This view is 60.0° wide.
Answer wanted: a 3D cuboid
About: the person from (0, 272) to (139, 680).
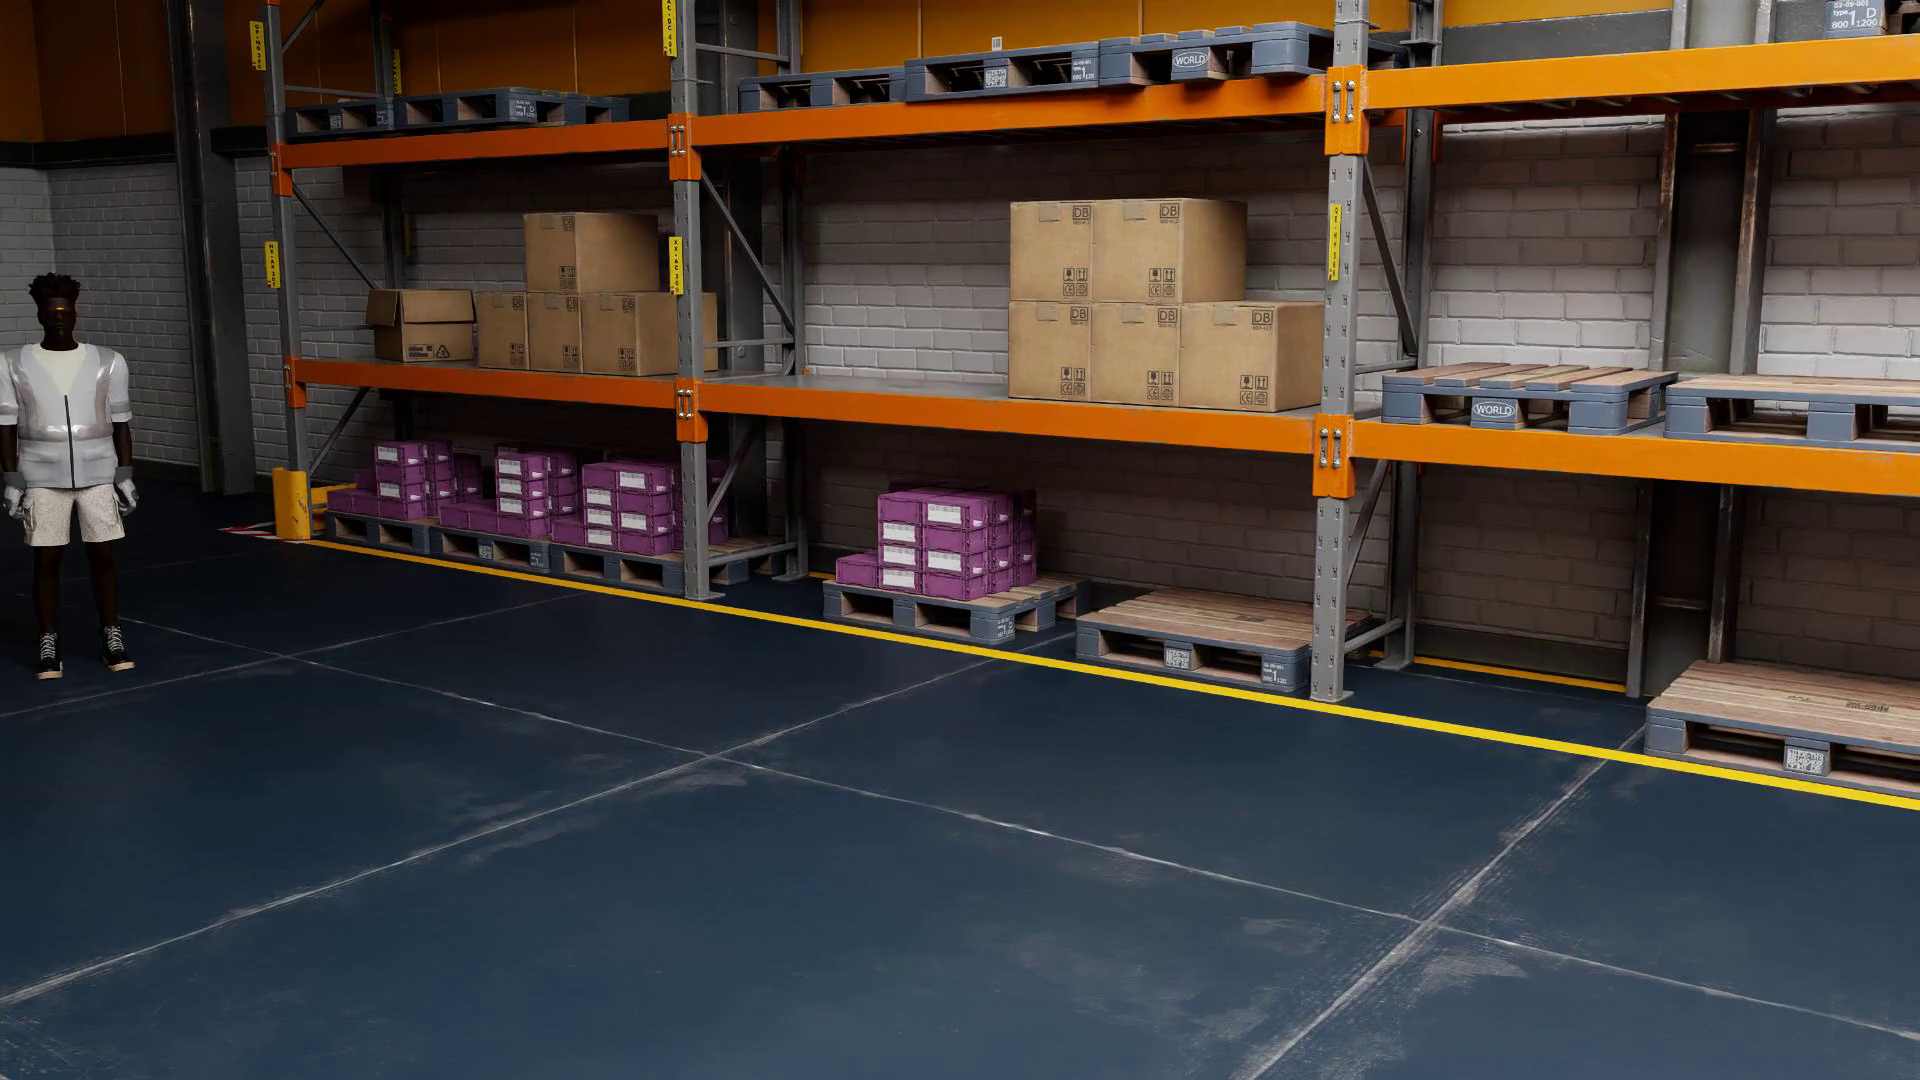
[{"bbox_3d":[-4.344,-0.312,8.115,0.607,1.966,0.367,-6,11,-34],"label":"person"}]
